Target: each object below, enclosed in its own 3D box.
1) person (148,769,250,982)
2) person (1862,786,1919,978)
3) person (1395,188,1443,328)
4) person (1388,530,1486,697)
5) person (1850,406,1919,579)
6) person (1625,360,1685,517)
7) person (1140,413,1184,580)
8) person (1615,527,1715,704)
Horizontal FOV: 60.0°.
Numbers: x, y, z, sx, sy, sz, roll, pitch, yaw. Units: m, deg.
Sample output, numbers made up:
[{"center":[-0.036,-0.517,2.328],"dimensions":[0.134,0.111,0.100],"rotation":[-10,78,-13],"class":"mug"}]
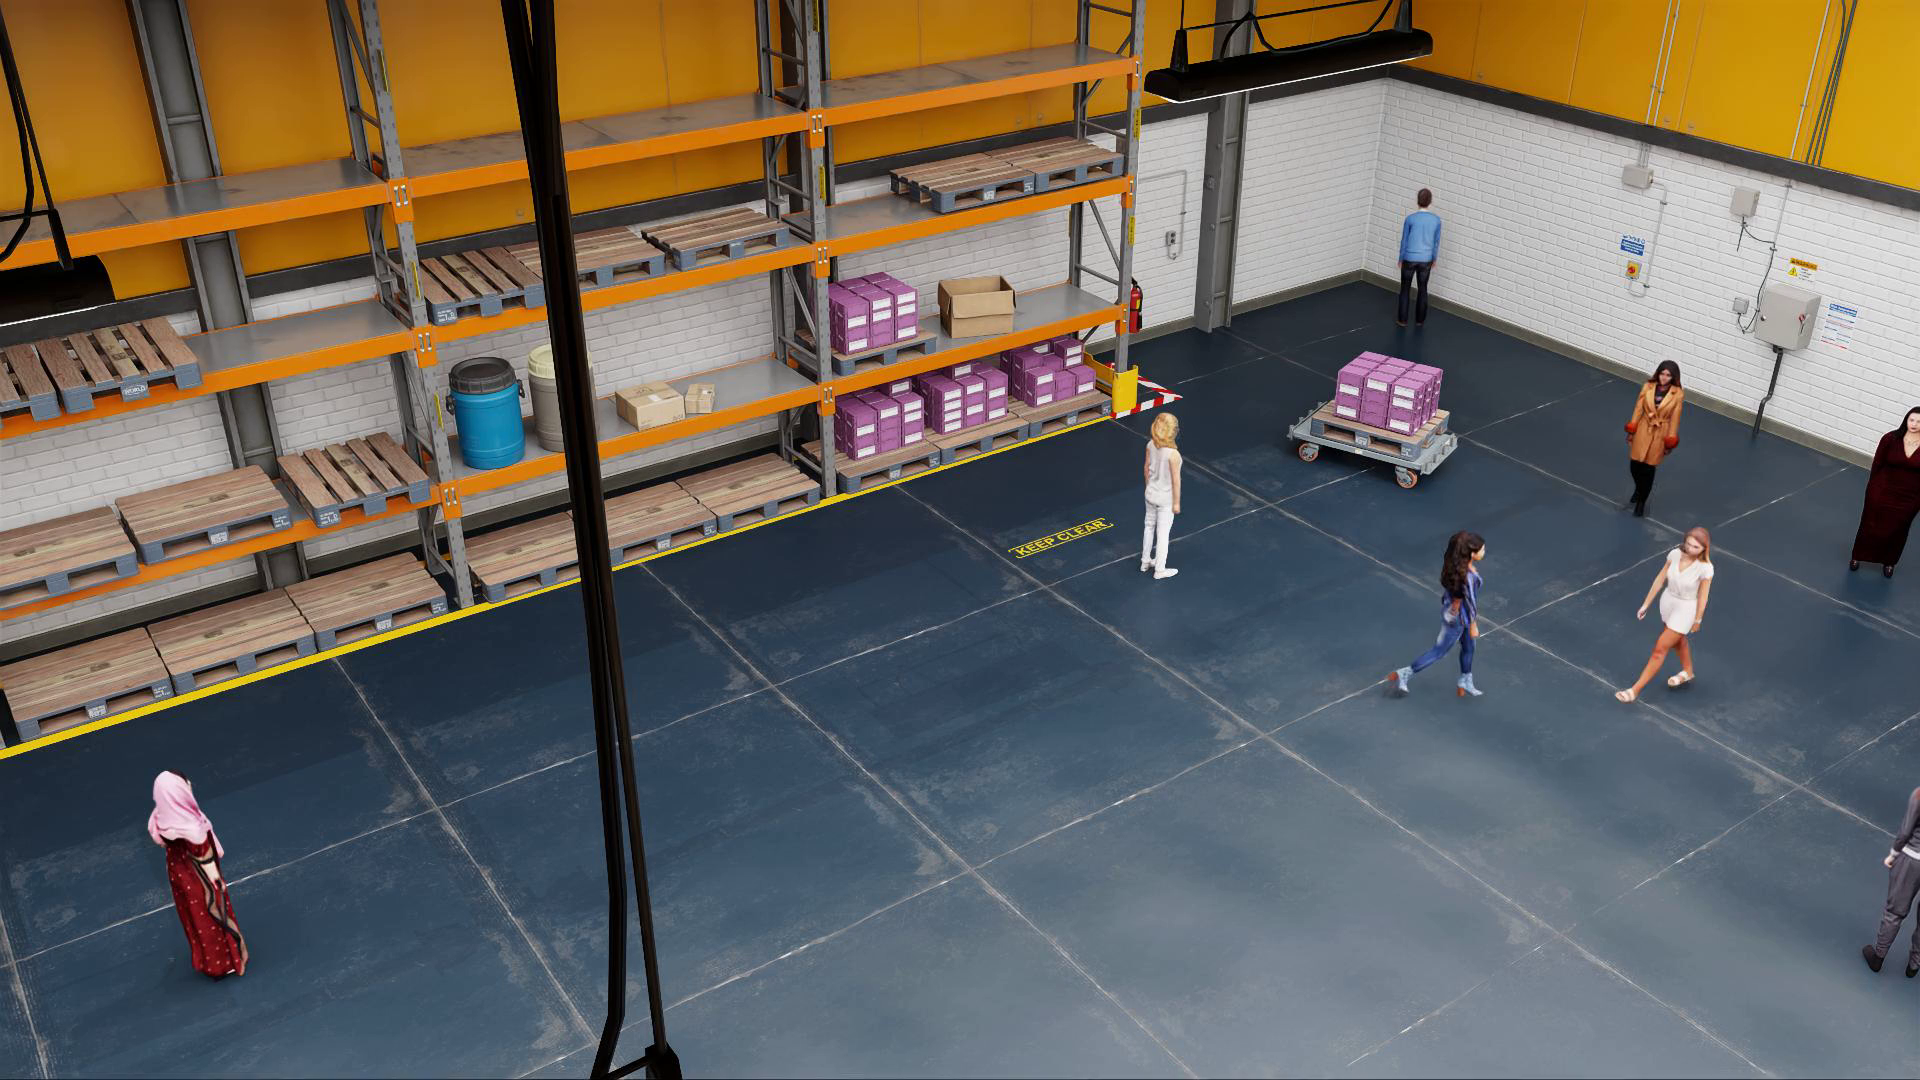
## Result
[{"center":[-5.094,2.220,11.076],"dimensions":[0.728,1.636,0.695],"rotation":[22,35,34],"class":"person"},{"center":[6.408,2.151,11.054],"dimensions":[0.655,1.779,0.677],"rotation":[9,30,17],"class":"person"},{"center":[5.978,-3.689,21.725],"dimensions":[0.712,1.813,0.804],"rotation":[1,29,2],"class":"person"},{"center":[4.088,0.674,13.965],"dimensions":[1.101,1.585,1.028],"rotation":[5,29,9],"class":"person"},{"center":[8.936,-0.468,15.879],"dimensions":[0.768,1.757,0.776],"rotation":[14,31,23],"class":"person"},{"center":[7.072,-1.053,17.001],"dimensions":[0.815,1.709,0.839],"rotation":[19,34,31],"class":"person"},{"center":[1.914,-0.437,15.910],"dimensions":[0.533,1.672,0.589],"rotation":[-20,34,-32],"class":"person"},{"center":[6.113,0.606,14.034],"dimensions":[1.208,1.639,0.724],"rotation":[-12,31,-21],"class":"person"}]
